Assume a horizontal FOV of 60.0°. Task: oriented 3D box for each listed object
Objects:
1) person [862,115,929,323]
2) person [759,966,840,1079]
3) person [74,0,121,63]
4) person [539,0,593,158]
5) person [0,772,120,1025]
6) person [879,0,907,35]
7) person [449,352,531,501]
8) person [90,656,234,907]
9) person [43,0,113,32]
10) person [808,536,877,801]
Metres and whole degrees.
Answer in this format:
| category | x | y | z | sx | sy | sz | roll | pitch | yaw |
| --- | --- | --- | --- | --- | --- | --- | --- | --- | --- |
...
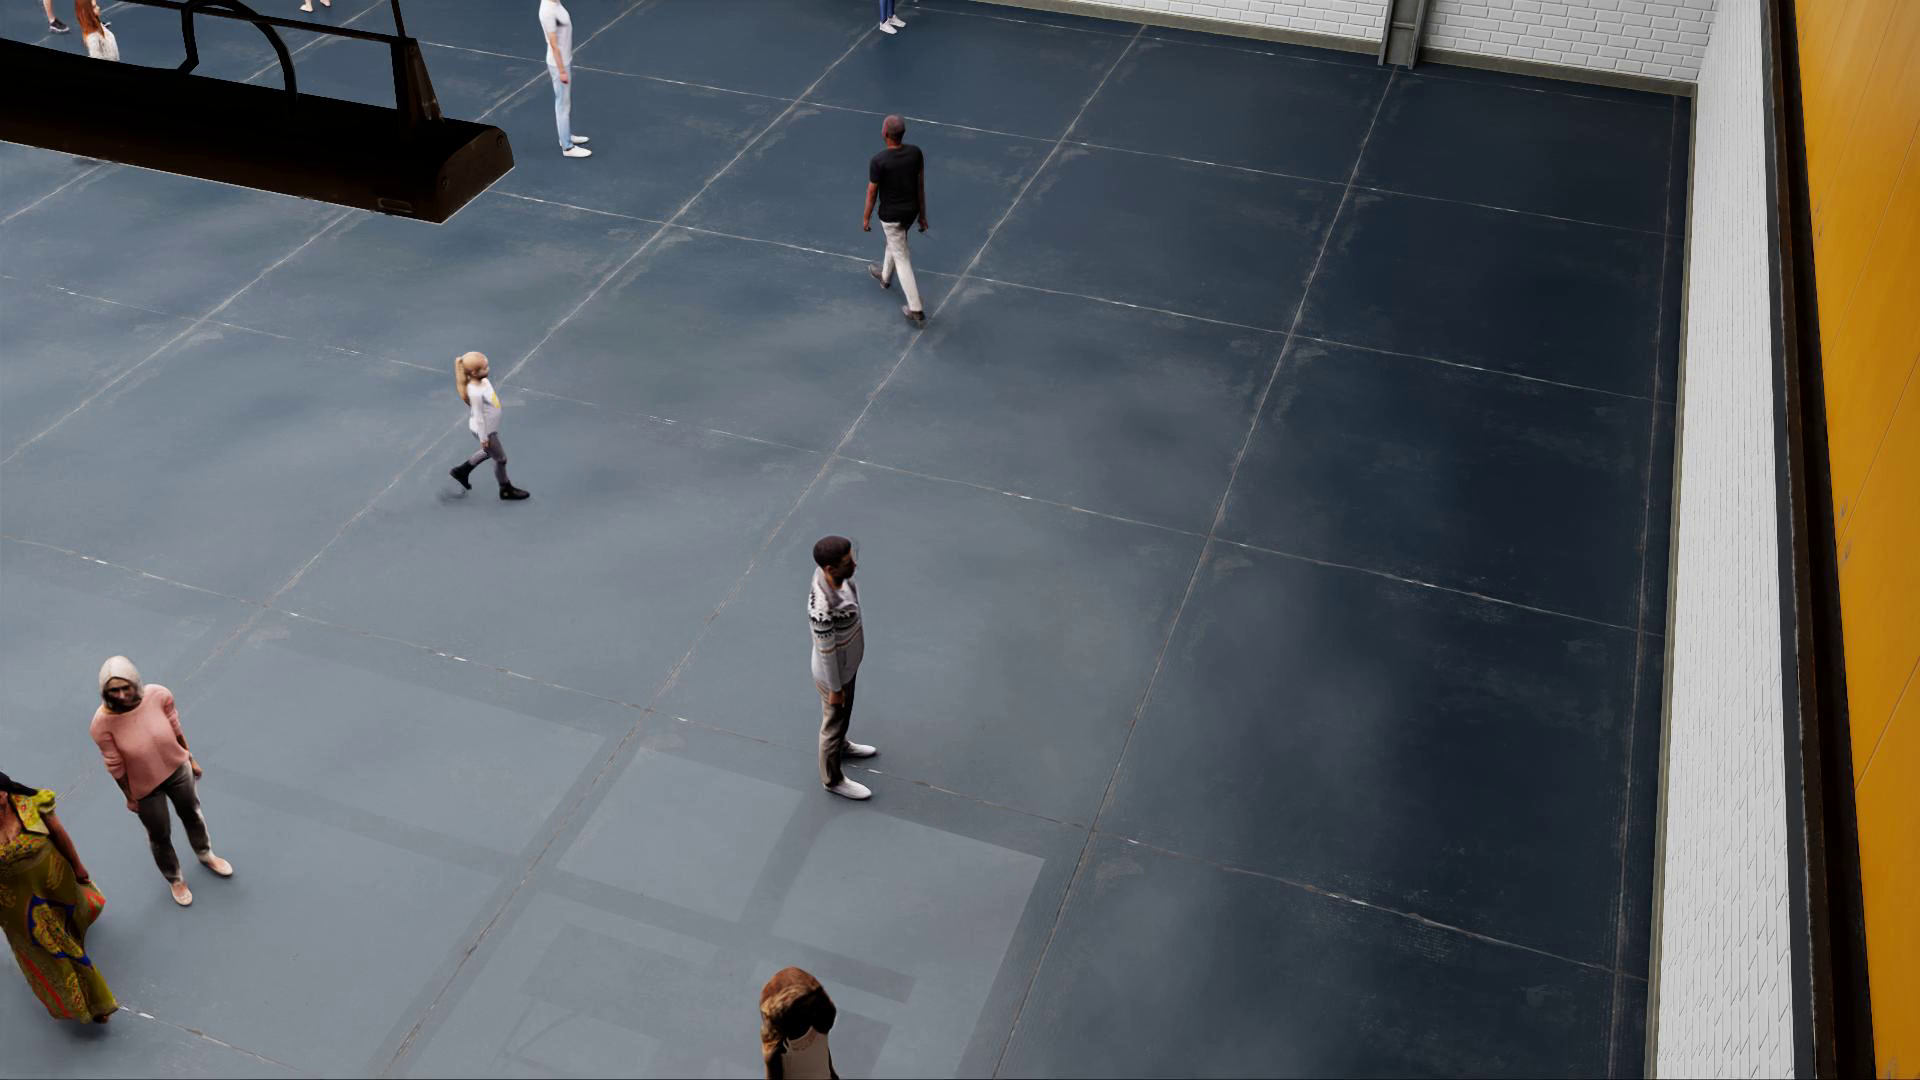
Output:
| category | x | y | z | sx | sy | sz | roll | pitch | yaw |
| --- | --- | --- | --- | --- | --- | --- | --- | --- | --- |
| person | -0.485 | -2.671 | 14.076 | 1.140 | 1.751 | 1.304 | -22 | 44 | -26 |
| person | -0.742 | 2.525 | 7.569 | 0.556 | 1.752 | 0.604 | 20 | 43 | 23 |
| person | -8.458 | -4.541 | 16.447 | 0.995 | 1.715 | 0.873 | -9 | 39 | -11 |
| person | -4.009 | -4.775 | 16.628 | 0.728 | 1.854 | 0.734 | -6 | 39 | -7 |
| person | -4.856 | 1.731 | 8.670 | 1.436 | 1.618 | 1.112 | 32 | 48 | 33 |
| person | -0.821 | -6.784 | 19.233 | 0.543 | 1.742 | 0.589 | 18 | 42 | 21 |
| person | -3.528 | -0.812 | 12.139 | 0.859 | 1.263 | 0.712 | -5 | 39 | -6 |
| person | -4.411 | 1.286 | 9.143 | 0.634 | 1.724 | 0.664 | 27 | 46 | 29 |
| person | -10.501 | -6.631 | 19.044 | 1.106 | 1.738 | 0.626 | 13 | 40 | 15 |
| person | -0.731 | 0.710 | 9.754 | 0.685 | 1.861 | 0.746 | 1 | 39 | 2 |
